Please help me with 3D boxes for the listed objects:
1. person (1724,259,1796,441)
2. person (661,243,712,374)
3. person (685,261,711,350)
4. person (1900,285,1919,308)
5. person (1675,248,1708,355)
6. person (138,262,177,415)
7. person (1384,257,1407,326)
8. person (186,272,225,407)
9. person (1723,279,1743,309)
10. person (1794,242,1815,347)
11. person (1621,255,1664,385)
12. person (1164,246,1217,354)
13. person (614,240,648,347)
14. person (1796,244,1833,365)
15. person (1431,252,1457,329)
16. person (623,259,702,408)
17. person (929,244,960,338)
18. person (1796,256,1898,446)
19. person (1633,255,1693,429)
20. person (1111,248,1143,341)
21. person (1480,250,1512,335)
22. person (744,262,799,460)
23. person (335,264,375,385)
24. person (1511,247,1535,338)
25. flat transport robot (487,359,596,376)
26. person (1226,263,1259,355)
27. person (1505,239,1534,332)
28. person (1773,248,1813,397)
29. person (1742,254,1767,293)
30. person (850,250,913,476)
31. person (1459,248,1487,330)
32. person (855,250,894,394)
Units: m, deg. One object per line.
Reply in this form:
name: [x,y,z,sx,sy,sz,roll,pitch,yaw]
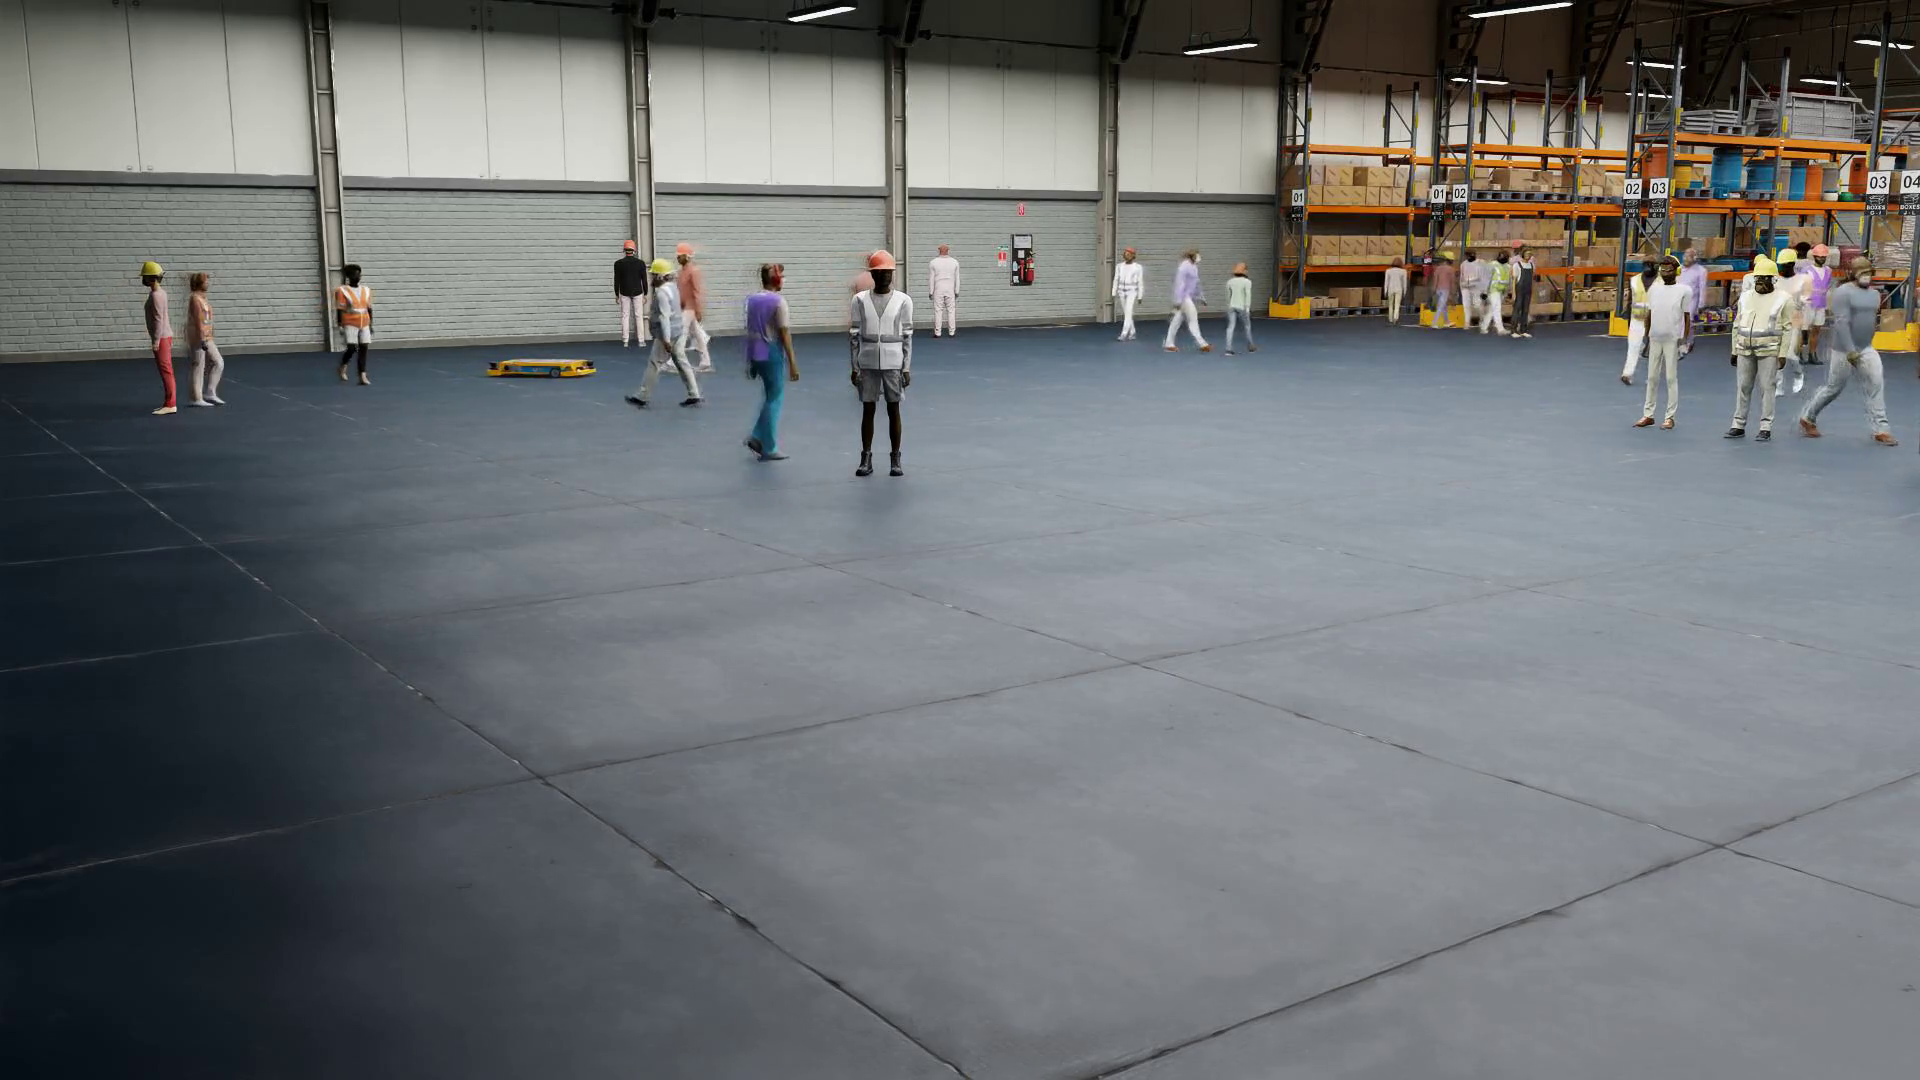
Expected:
person: [8.094,-1.920,16.853,0.403,1.834,0.587,-9,13,-40]
person: [-4.205,-3.488,25.106,0.977,1.945,0.638,-5,11,-24]
person: [-4.803,-4.240,30.128,0.415,1.630,0.521,-2,10,-9]
person: [19.162,-4.966,33.303,0.633,1.932,0.372,4,11,23]
person: [12.770,-4.189,29.213,0.937,1.875,0.633,-8,13,-36]
person: [-9.331,-2.342,19.353,0.311,1.769,0.522,-4,11,-21]
person: [10.127,-5.786,38.695,0.500,1.591,0.841,3,11,17]
person: [-9.147,-2.421,20.156,0.497,1.621,0.548,-3,11,-14]
person: [18.073,-5.789,38.729,0.888,1.588,0.545,-7,12,-33]
person: [15.740,-4.593,31.147,0.613,1.961,0.368,-5,12,-27]
person: [9.532,-3.040,23.097,0.626,1.795,0.944,7,13,35]
person: [4.075,-4.214,29.297,1.023,1.874,0.655,4,11,21]
person: [-6.174,-4.625,31.239,0.622,1.993,0.382,-2,10,-9]
person: [13.750,-3.774,26.729,0.550,1.935,0.376,-2,10,-10]
person: [10.850,-5.560,37.125,0.873,1.710,0.538,-5,11,-26]
person: [-3.563,-2.470,20.002,0.945,1.791,0.584,2,10,9]
person: [-0.331,-5.080,33.974,0.651,1.907,0.409,-2,11,-13]
person: [8.966,-1.907,16.711,0.619,1.873,1.026,-3,11,-16]
person: [7.569,-2.120,17.866,0.328,1.865,0.520,-9,13,-39]
person: [3.359,-4.896,33.176,0.576,1.841,0.964,7,13,34]
person: [11.327,-5.219,35.090,0.650,1.787,0.888,-7,13,-35]
person: [-1.744,-1.637,15.326,0.446,1.828,0.566,-7,12,-33]
person: [-8.405,-2.985,23.081,0.420,1.689,0.538,8,13,38]
person: [11.484,-5.037,33.909,0.513,1.844,0.336,-4,11,-21]
flat transport robot: [-6.186,-2.555,24.620,1.431,0.197,0.652,1,10,8]
person: [4.923,-4.036,29.094,0.524,1.583,0.839,10,14,43]
person: [12.060,-5.461,35.789,0.655,2.010,0.574,-5,12,-27]
person: [10.619,-2.779,21.341,0.496,1.906,0.610,-6,12,-31]
person: [13.379,-3.905,27.922,0.528,1.768,0.313,0,10,-2]
person: [-0.679,-1.516,14.339,0.545,1.942,0.347,0,10,3]
person: [11.347,-5.547,36.792,0.637,1.816,0.659,8,13,38]
person: [-1.090,-2.806,21.554,0.666,1.887,0.476,9,14,42]
